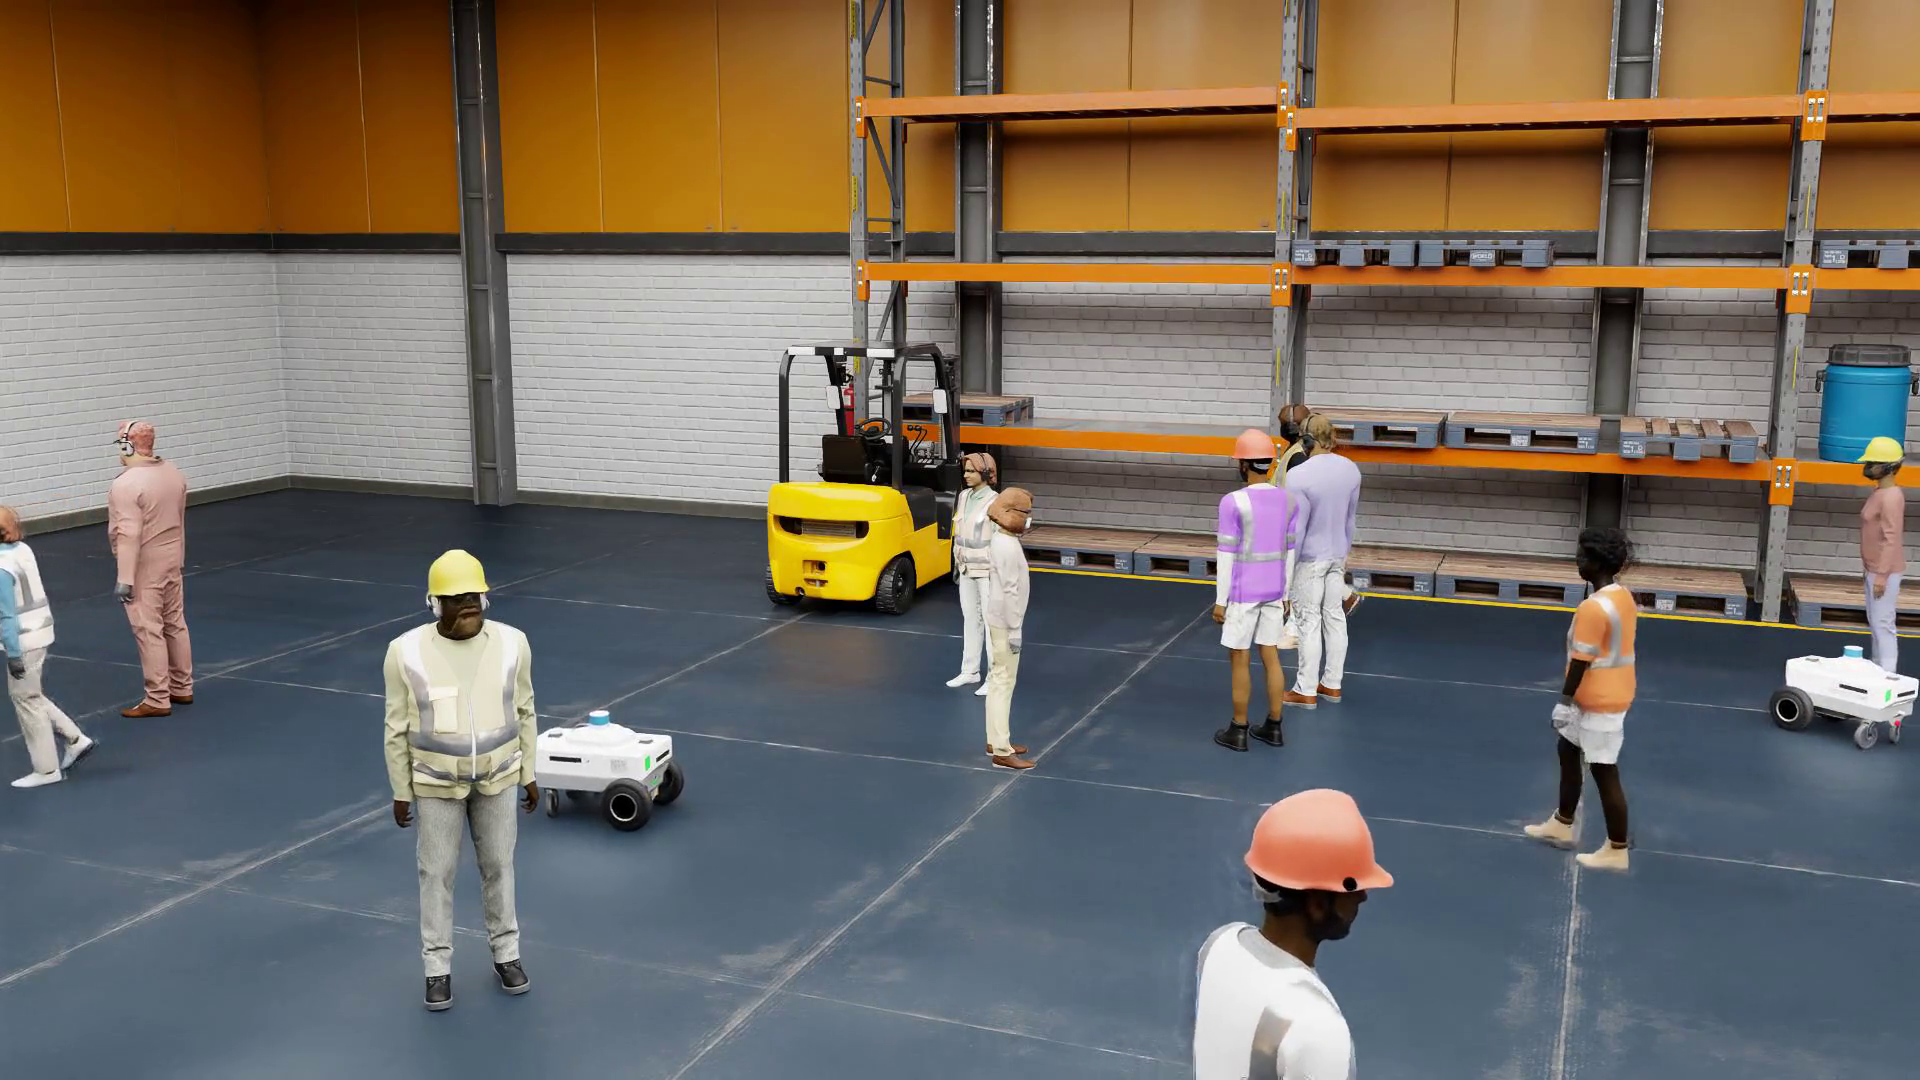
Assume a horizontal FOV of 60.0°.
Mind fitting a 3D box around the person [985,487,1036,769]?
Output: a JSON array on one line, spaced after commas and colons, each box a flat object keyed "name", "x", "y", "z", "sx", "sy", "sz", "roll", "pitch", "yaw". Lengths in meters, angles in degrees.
[{"name": "person", "x": 0.289, "y": 0.502, "z": 9.657, "sx": 0.279, "sy": 1.633, "sz": 0.499, "roll": -1, "pitch": 10, "yaw": -4}]

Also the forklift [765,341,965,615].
[{"name": "forklift", "x": -0.739, "y": -0.602, "z": 14.246, "sx": 1.214, "sy": 2.155, "sz": 2.313, "roll": 4, "pitch": 11, "yaw": 21}]

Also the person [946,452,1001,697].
[{"name": "person", "x": 0.132, "y": 0.222, "z": 11.201, "sx": 0.307, "sy": 1.641, "sz": 0.513, "roll": -8, "pitch": 13, "yaw": -36}]

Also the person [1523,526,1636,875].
[{"name": "person", "x": 2.994, "y": 0.763, "z": 8.081, "sx": 0.664, "sy": 1.675, "sz": 0.545, "roll": 6, "pitch": 12, "yaw": 32}]

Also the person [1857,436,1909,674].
[{"name": "person", "x": 6.058, "y": 0.195, "z": 10.999, "sx": 0.335, "sy": 1.765, "sz": 0.531, "roll": 4, "pitch": 11, "yaw": 22}]

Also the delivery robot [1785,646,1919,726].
[{"name": "delivery robot", "x": 5.472, "y": 0.894, "z": 10.220, "sx": 0.477, "sy": 0.478, "sz": 0.707, "roll": -6, "pitch": 12, "yaw": -30}]

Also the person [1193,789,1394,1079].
[{"name": "person", "x": 0.731, "y": 1.456, "z": 3.572, "sx": 0.574, "sy": 1.919, "sz": 0.543, "roll": -3, "pitch": 11, "yaw": -19}]

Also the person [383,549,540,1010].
[{"name": "person", "x": -1.973, "y": 0.942, "z": 6.637, "sx": 0.598, "sy": 1.836, "sz": 0.404, "roll": -5, "pitch": 11, "yaw": -27}]

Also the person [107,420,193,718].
[{"name": "person", "x": -5.224, "y": 0.183, "z": 10.677, "sx": 0.406, "sy": 1.906, "sz": 0.654, "roll": 1, "pitch": 10, "yaw": 6}]

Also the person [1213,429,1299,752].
[{"name": "person", "x": 1.751, "y": 0.302, "z": 9.973, "sx": 0.539, "sy": 1.929, "sz": 0.392, "roll": -5, "pitch": 12, "yaw": -28}]

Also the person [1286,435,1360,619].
[{"name": "person", "x": 2.886, "y": -0.118, "z": 13.176, "sx": 0.481, "sy": 1.622, "sz": 0.499, "roll": 2, "pitch": 10, "yaw": 13}]

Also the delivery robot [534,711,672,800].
[{"name": "delivery robot", "x": -1.902, "y": 1.148, "z": 8.801, "sx": 0.707, "sy": 0.478, "sz": 0.477, "roll": 2, "pitch": 10, "yaw": 13}]

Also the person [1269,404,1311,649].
[{"name": "person", "x": 2.505, "y": -0.103, "z": 12.470, "sx": 0.430, "sy": 1.838, "sz": 0.619, "roll": 2, "pitch": 10, "yaw": 13}]

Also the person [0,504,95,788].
[{"name": "person", "x": -5.175, "y": 0.585, "z": 9.229, "sx": 0.429, "sy": 1.612, "sz": 0.538, "roll": -3, "pitch": 11, "yaw": -16}]

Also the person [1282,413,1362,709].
[{"name": "person", "x": 2.320, "y": 0.137, "z": 10.851, "sx": 0.627, "sy": 1.936, "sz": 0.372, "roll": -7, "pitch": 12, "yaw": -35}]
